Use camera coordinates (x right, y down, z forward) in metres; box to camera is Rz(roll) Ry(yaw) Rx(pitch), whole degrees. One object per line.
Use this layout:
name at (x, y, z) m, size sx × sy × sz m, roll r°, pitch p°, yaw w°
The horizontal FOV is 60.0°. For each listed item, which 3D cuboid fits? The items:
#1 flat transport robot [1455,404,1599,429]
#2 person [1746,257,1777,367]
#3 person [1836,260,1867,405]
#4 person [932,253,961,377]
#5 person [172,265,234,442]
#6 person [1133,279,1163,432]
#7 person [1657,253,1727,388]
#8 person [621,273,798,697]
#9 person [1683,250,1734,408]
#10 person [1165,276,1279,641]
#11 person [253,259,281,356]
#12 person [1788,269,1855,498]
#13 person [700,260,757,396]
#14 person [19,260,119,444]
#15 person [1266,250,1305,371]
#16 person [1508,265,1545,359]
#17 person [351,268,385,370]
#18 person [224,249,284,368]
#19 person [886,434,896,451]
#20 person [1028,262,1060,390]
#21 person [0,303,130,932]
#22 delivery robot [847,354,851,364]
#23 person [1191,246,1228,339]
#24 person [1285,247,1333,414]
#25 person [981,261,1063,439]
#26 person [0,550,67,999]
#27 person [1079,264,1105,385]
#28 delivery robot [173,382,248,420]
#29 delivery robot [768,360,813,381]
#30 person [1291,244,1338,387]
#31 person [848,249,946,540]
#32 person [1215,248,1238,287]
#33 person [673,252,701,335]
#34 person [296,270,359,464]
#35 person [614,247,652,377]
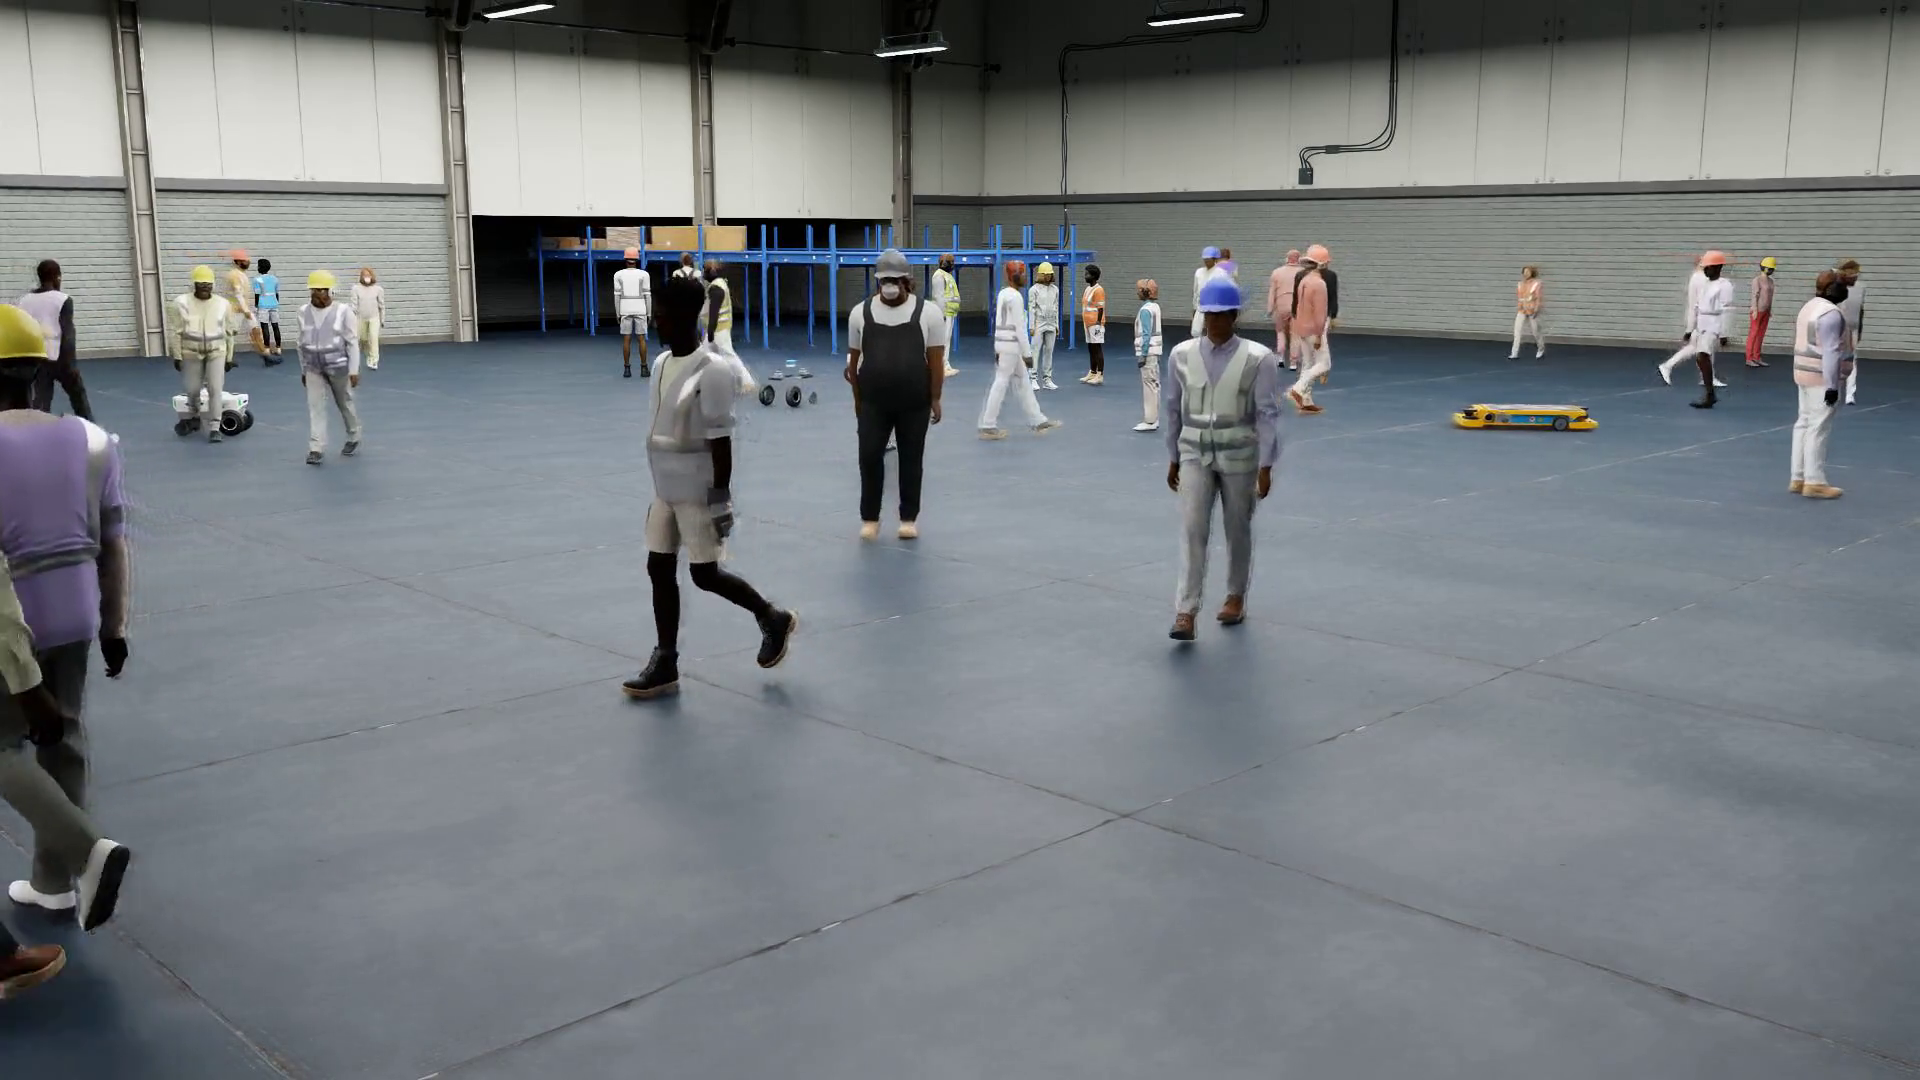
flat transport robot at (6.293, -1.381, 18.505) m, size 1.431 × 0.197 × 0.652 m, roll 2°, pitch 10°, yaw 8°
person at (12.971, -3.681, 26.872) m, size 0.524 × 1.760 × 0.327 m, roll -7°, pitch 13°, yaw -35°
person at (11.238, -2.650, 21.144) m, size 0.525 × 1.815 × 0.819 m, roll 1°, pitch 10°, yaw 4°
person at (-0.206, -3.419, 25.218) m, size 0.429 × 1.844 × 0.627 m, roll 2°, pitch 11°, yaw 10°
person at (-7.844, -1.942, 17.254) m, size 0.600 × 1.811 × 0.617 m, roll -5°, pitch 12°, yaw -27°
person at (2.042, -2.004, 18.044) m, size 0.315 × 1.641 × 0.514 m, roll 3°, pitch 11°, yaw 17°
person at (10.325, -3.085, 23.309) m, size 0.864 × 1.882 × 0.649 m, roll 4°, pitch 11°, yaw 20°
person at (-1.192, -0.263, 7.739) m, size 0.805 × 1.943 × 0.611 m, roll -8°, pitch 13°, yaw -37°
person at (9.145, -2.582, 20.434) m, size 0.471 × 1.921 × 0.562 m, roll -1°, pitch 10°, yaw -5°
person at (1.372, -0.435, 8.800) m, size 0.633 × 1.893 × 0.991 m, roll 4°, pitch 11°, yaw 21°
person at (-12.245, -4.111, 29.378) m, size 0.316 × 1.699 × 0.540 m, roll 5°, pitch 12°, yaw 27°
person at (7.040, -1.284, 13.578) m, size 0.429 × 1.840 × 0.633 m, roll 2°, pitch 11°, yaw 9°
person at (-3.167, -2.814, 22.057) m, size 0.962 × 1.802 × 0.640 m, roll -1°, pitch 10°, yaw -7°
person at (-8.523, -1.705, 15.789) m, size 0.609 × 1.866 × 0.987 m, roll 2°, pitch 11°, yaw 13°
person at (5.201, -3.619, 26.208) m, size 0.726 × 1.881 × 0.546 m, roll 3°, pitch 11°, yaw 14°
person at (9.801, -3.923, 28.608) m, size 0.843 × 1.605 × 0.513 m, roll -9°, pitch 14°, yaw -40°
person at (-9.431, -3.544, 26.552) m, size 0.502 × 1.600 × 0.800 m, roll -2°, pitch 11°, yaw -11°
person at (-11.485, -3.703, 26.673) m, size 1.011 × 1.887 × 0.550 m, roll 0°, pitch 10°, yaw 1°
person at (-0.634, -1.702, 16.429) m, size 0.555 × 1.616 × 0.553 m, roll 4°, pitch 11°, yaw 21°
person at (1.170, -2.944, 22.891) m, size 0.492 × 1.742 × 0.319 m, roll -7°, pitch 12°, yaw -32°
person at (-2.763, 0.253, 4.997) m, size 0.636 × 1.912 × 0.606 m, roll 6°, pitch 12°, yaw 30°
delivery robot at (-1.266, -2.602, 24.131) m, size 0.707 × 0.478 × 0.477 m, roll 2°, pitch 11°, yaw 12°
person at (3.895, -3.620, 26.042) m, size 0.634 × 1.935 × 0.438 m, roll 9°, pitch 14°, yaw 41°
person at (4.147, -2.469, 19.678) m, size 0.501 × 1.980 × 0.620 m, roll -3°, pitch 11°, yaw -15°
person at (0.655, -1.978, 17.362) m, size 0.962 × 1.833 × 0.596 m, roll -2°, pitch 11°, yaw -9°
person at (-2.616, 0.351, 4.314) m, size 0.636 × 1.959 × 0.805 m, roll 6°, pitch 12°, yaw 31°
person at (1.898, -3.073, 23.724) m, size 0.318 × 1.695 × 0.540 m, roll -3°, pitch 11°, yaw -15°
delivery robot at (-8.047, -1.452, 17.861) m, size 0.707 × 0.478 × 0.477 m, roll -2°, pitch 11°, yaw -9°
delivery robot at (-2.135, -2.149, 20.952) m, size 0.335 × 0.223 × 0.698 m, roll 6°, pitch 12°, yaw 30°
person at (4.955, -3.139, 23.310) m, size 0.612 × 1.978 × 0.452 m, roll 5°, pitch 12°, yaw 27°
person at (-0.443, -0.983, 11.506) m, size 0.690 × 2.000 × 0.694 m, roll 0°, pitch 10°, yaw 2°
person at (5.589, -5.214, 35.023) m, size 0.611 × 1.828 × 0.492 m, roll 4°, pitch 11°, yaw 23°
person at (-4.750, -4.093, 28.973) m, size 0.520 × 1.814 × 0.802 m, roll -3°, pitch 11°, yaw -17°
person at (-5.956, -1.650, 15.711) m, size 0.602 × 1.791 × 0.943 m, roll 0°, pitch 10°, yaw 0°
person at (-4.905, -3.427, 25.000) m, size 0.552 × 1.935 × 0.361 m, roll -1°, pitch 10°, yaw -3°
